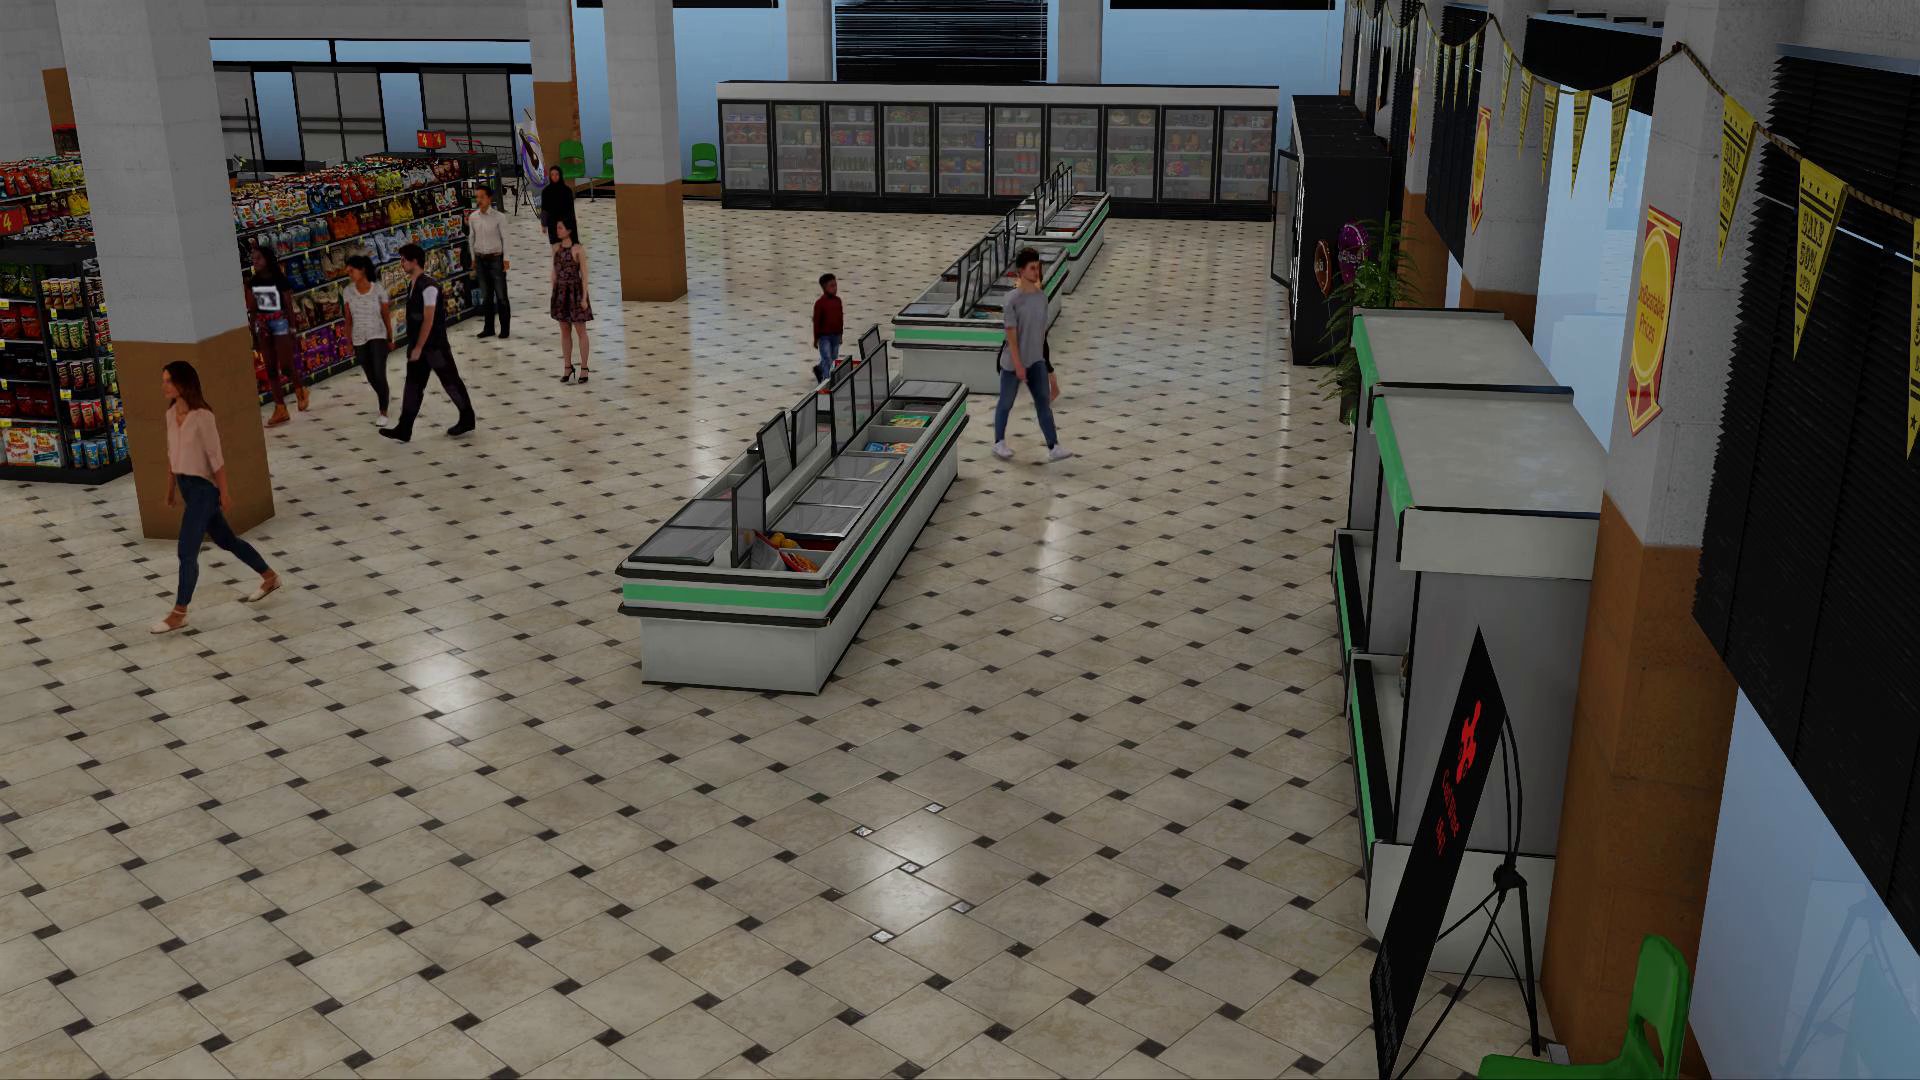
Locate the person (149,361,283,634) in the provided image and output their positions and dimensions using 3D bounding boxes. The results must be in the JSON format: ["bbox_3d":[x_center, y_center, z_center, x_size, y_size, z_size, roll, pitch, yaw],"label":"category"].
[{"bbox_3d":[-4.948,-0.312,11.044,0.985,1.741,1.250,14,23,35],"label":"person"}]

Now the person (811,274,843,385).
[{"bbox_3d":[-1.404,-2.137,17.245,0.788,1.235,0.804,-16,24,-39],"label":"person"}]

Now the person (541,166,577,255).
[{"bbox_3d":[-5.711,-4.528,23.750,0.827,1.611,1.168,-2,19,-5],"label":"person"}]

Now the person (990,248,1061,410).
[{"bbox_3d":[0.748,-2.075,16.520,1.138,1.583,1.031,-15,24,-37],"label":"person"}]

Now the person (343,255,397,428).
[{"bbox_3d":[-5.680,-1.932,16.066,0.695,1.601,1.128,-1,19,-2],"label":"person"}]

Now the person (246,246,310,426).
[{"bbox_3d":[-6.560,-1.983,16.045,0.598,1.710,0.762,3,19,8],"label":"person"}]

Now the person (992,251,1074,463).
[{"bbox_3d":[0.487,-1.593,14.685,1.159,1.841,1.217,-12,22,-32],"label":"person"}]

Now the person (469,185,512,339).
[{"bbox_3d":[-5.601,-3.327,19.875,0.661,1.811,0.550,5,19,13],"label":"person"}]

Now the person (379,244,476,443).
[{"bbox_3d":[-4.798,-1.794,15.347,1.049,1.798,1.250,16,25,40],"label":"person"}]

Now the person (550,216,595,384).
[{"bbox_3d":[-4.118,-2.546,17.615,0.716,1.774,0.729,7,20,20],"label":"person"}]
